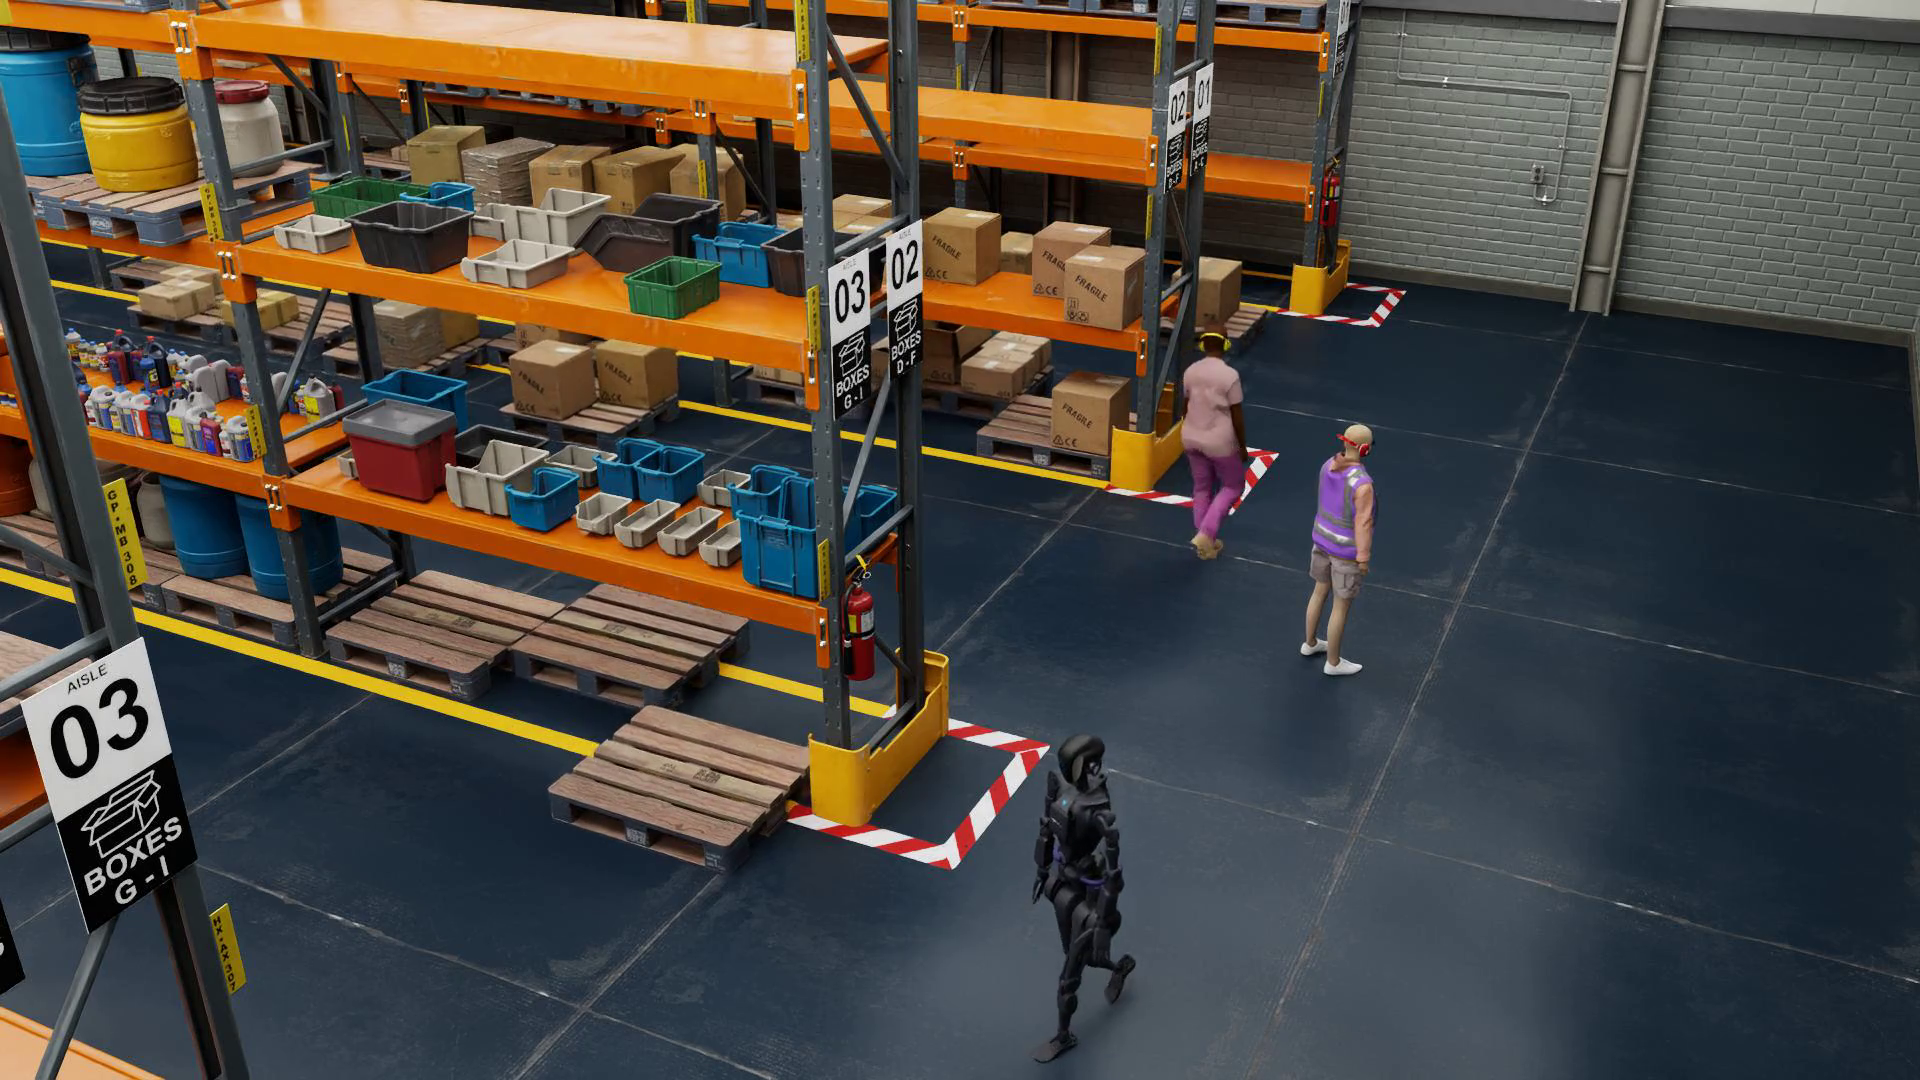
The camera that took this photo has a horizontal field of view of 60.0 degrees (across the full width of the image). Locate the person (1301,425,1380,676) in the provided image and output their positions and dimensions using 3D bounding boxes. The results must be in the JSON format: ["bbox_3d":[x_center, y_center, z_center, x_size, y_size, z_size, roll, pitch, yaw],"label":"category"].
[{"bbox_3d":[2.424,0.058,10.588,0.348,1.688,0.490,-11,28,-21],"label":"person"}]

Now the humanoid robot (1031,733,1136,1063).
[{"bbox_3d":[0.599,1.575,7.559,0.699,1.635,0.583,-16,31,-30],"label":"humanoid robot"}]

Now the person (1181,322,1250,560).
[{"bbox_3d":[1.811,-0.669,11.952,0.590,1.769,0.454,23,35,39],"label":"person"}]
